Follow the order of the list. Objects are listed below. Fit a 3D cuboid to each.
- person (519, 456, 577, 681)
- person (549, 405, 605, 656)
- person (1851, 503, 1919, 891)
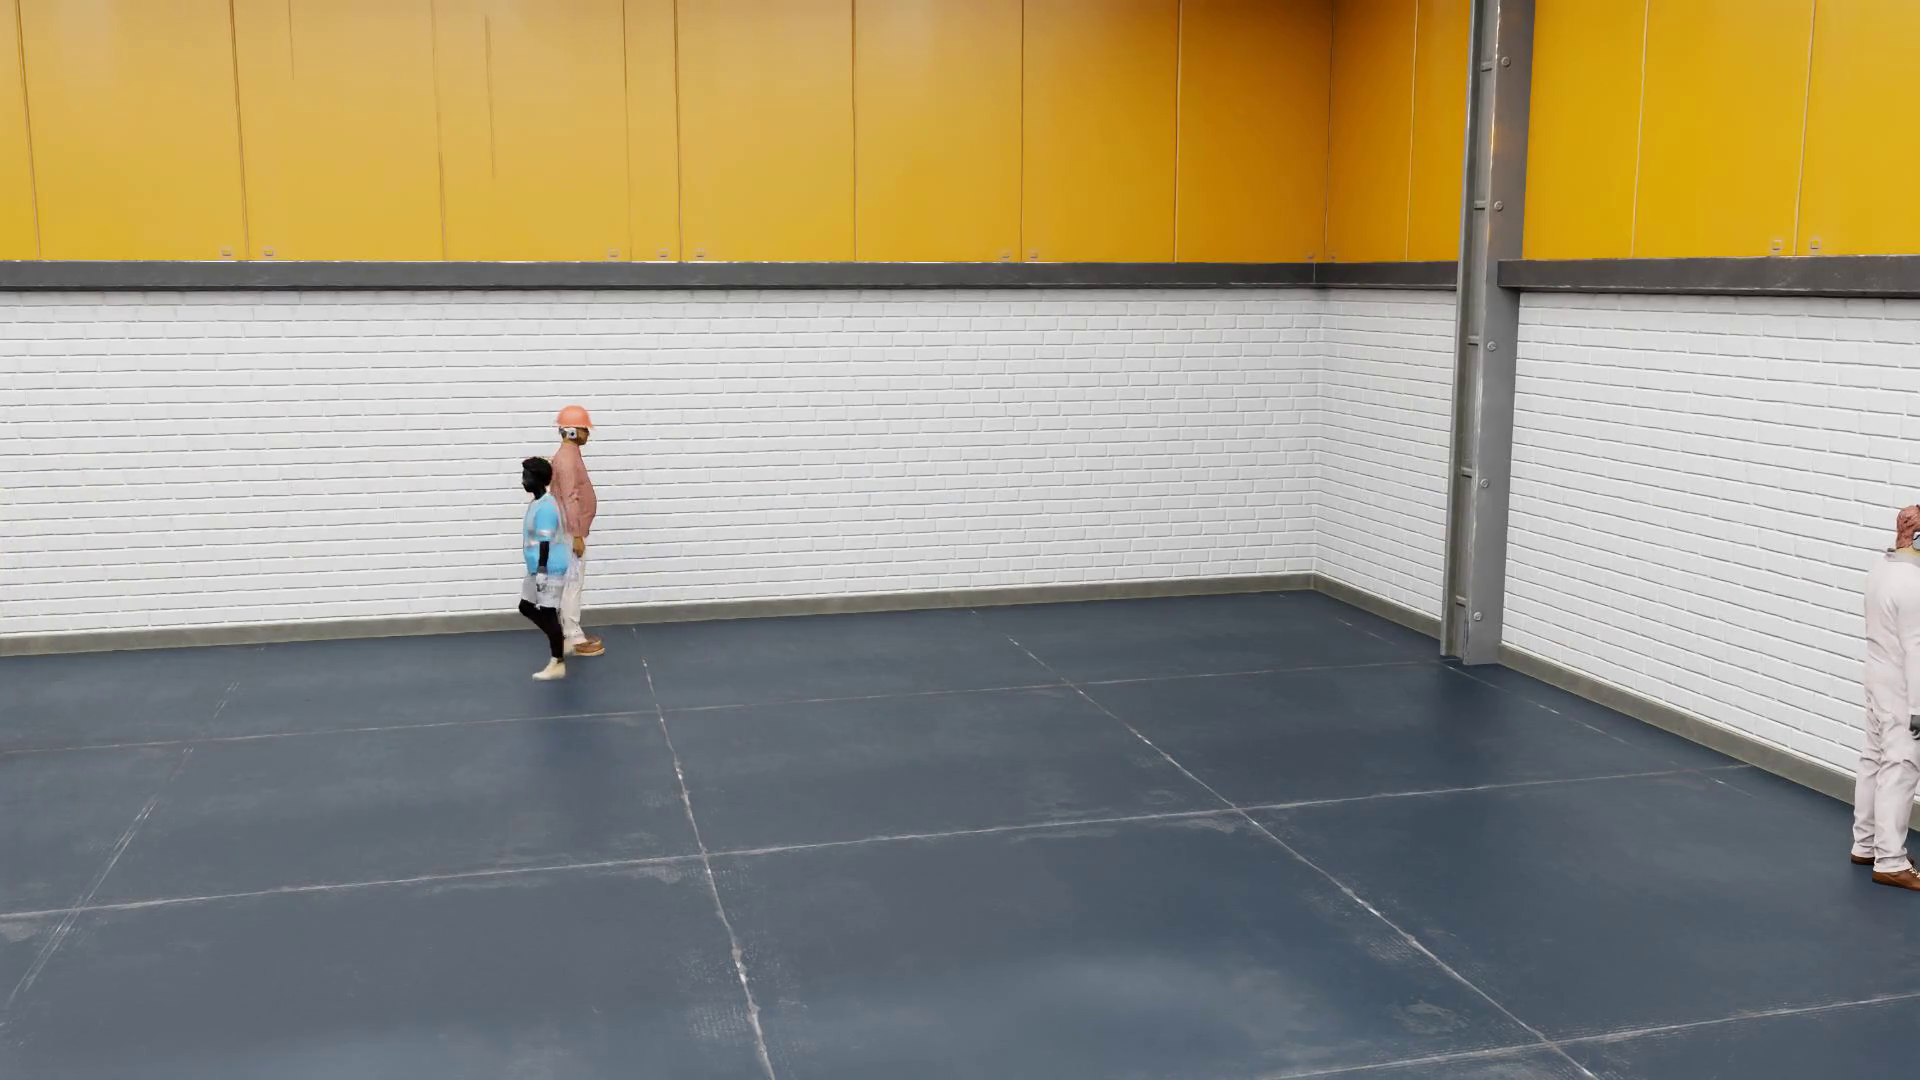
[{"bbox_3d":[-3.112,0.216,12.389,0.360,1.687,0.540,-4,10,-26],"label":"person"},{"bbox_3d":[-3.067,-0.080,13.260,0.376,1.995,0.611,-2,9,-15],"label":"person"},{"bbox_3d":[4.715,0.764,8.273,0.409,1.908,0.639,2,9,11],"label":"person"}]
